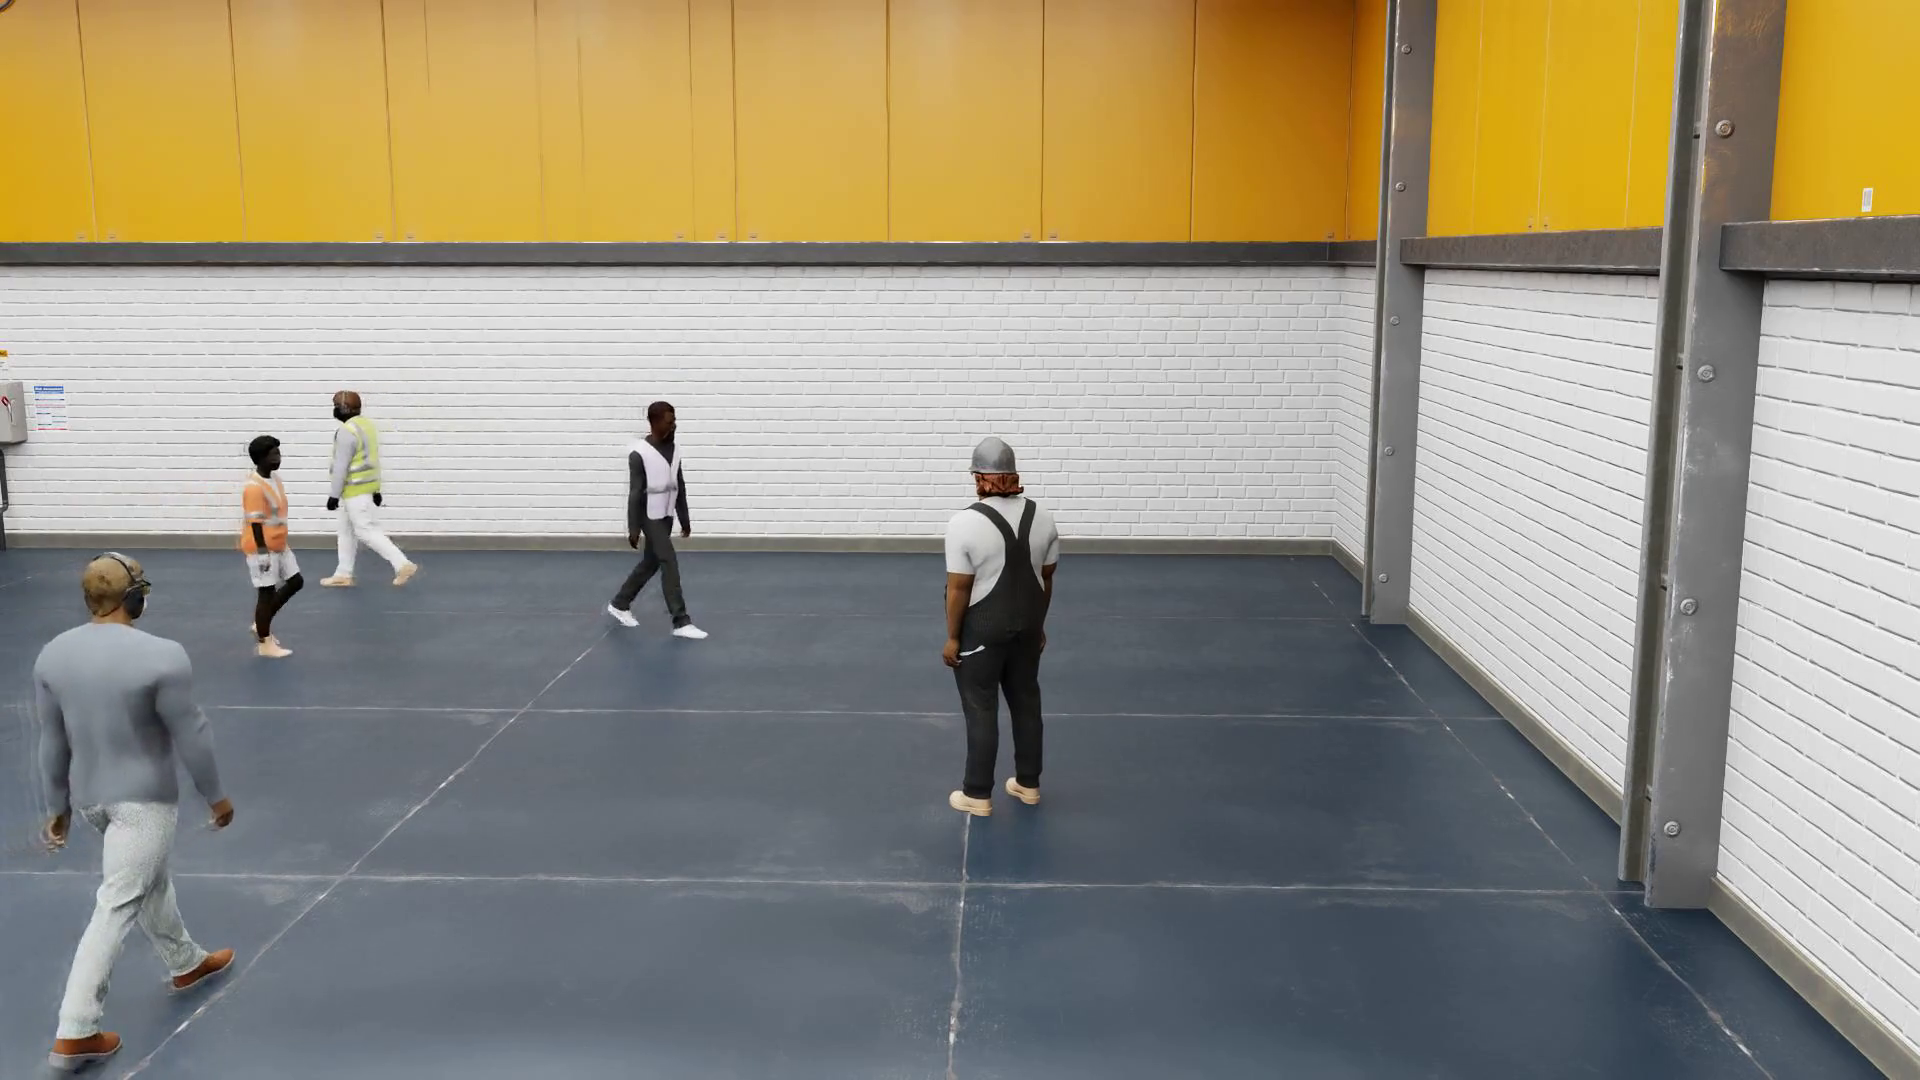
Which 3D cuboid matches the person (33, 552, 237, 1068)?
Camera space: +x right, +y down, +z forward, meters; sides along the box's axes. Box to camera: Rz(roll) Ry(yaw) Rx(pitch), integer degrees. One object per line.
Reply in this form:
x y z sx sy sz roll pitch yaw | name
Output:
-3.196 0.985 6.357 0.640 1.894 1.034 3 10 17 | person

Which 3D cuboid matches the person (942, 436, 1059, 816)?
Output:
0.165 0.452 8.991 0.684 2.000 0.535 -6 11 -32 | person

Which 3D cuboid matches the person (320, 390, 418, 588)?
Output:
-5.357 -0.451 14.980 0.867 1.809 0.623 -1 10 -6 | person

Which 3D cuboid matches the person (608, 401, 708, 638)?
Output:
-2.445 -0.181 13.203 0.984 1.879 0.608 4 11 23 | person

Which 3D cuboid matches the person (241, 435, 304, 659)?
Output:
-5.117 0.056 12.342 0.375 1.680 0.564 -1 10 -4 | person
